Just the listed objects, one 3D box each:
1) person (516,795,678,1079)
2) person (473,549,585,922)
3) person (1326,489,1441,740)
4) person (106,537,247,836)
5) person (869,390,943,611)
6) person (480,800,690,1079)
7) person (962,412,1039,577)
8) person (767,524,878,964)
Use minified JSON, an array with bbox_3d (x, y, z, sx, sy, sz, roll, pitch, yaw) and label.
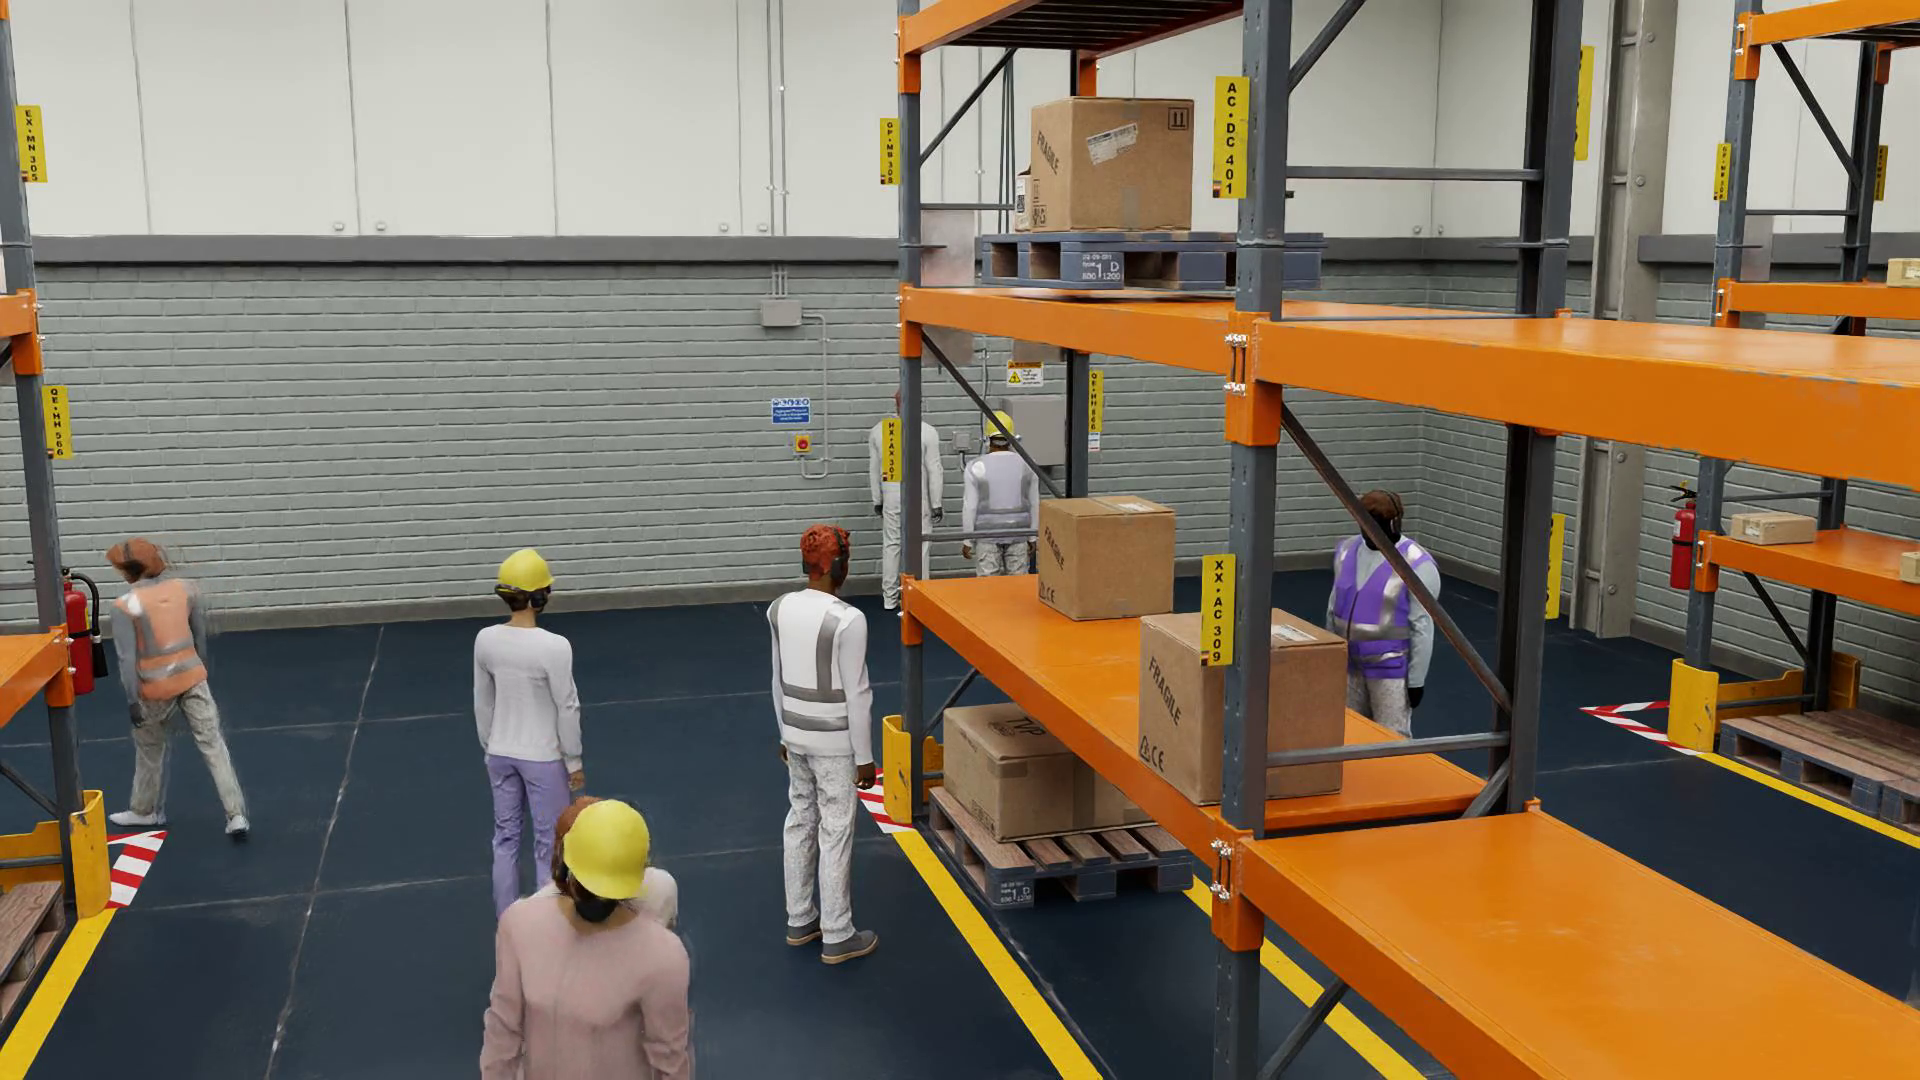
[{"bbox_3d":[-1.015,1.446,4.660,0.507,1.567,0.920,-5,11,-28],"label":"person"},{"bbox_3d":[-1.831,0.918,7.117,0.525,1.771,0.323,5,11,26],"label":"person"},{"bbox_3d":[2.117,0.647,8.488,0.429,1.837,0.628,-7,12,-36],"label":"person"},{"bbox_3d":[-4.038,0.758,8.537,0.858,1.587,0.592,5,11,29],"label":"person"},{"bbox_3d":[-0.426,-0.338,13.879,0.655,1.906,0.407,5,11,24],"label":"person"},{"bbox_3d":[-0.902,1.439,4.251,0.544,1.724,0.760,4,11,22],"label":"person"},{"bbox_3d":[0.298,-0.039,12.383,0.589,1.834,0.403,-2,10,-12],"label":"person"},{"bbox_3d":[-0.583,0.863,7.122,0.575,1.880,0.358,10,14,44],"label":"person"}]
